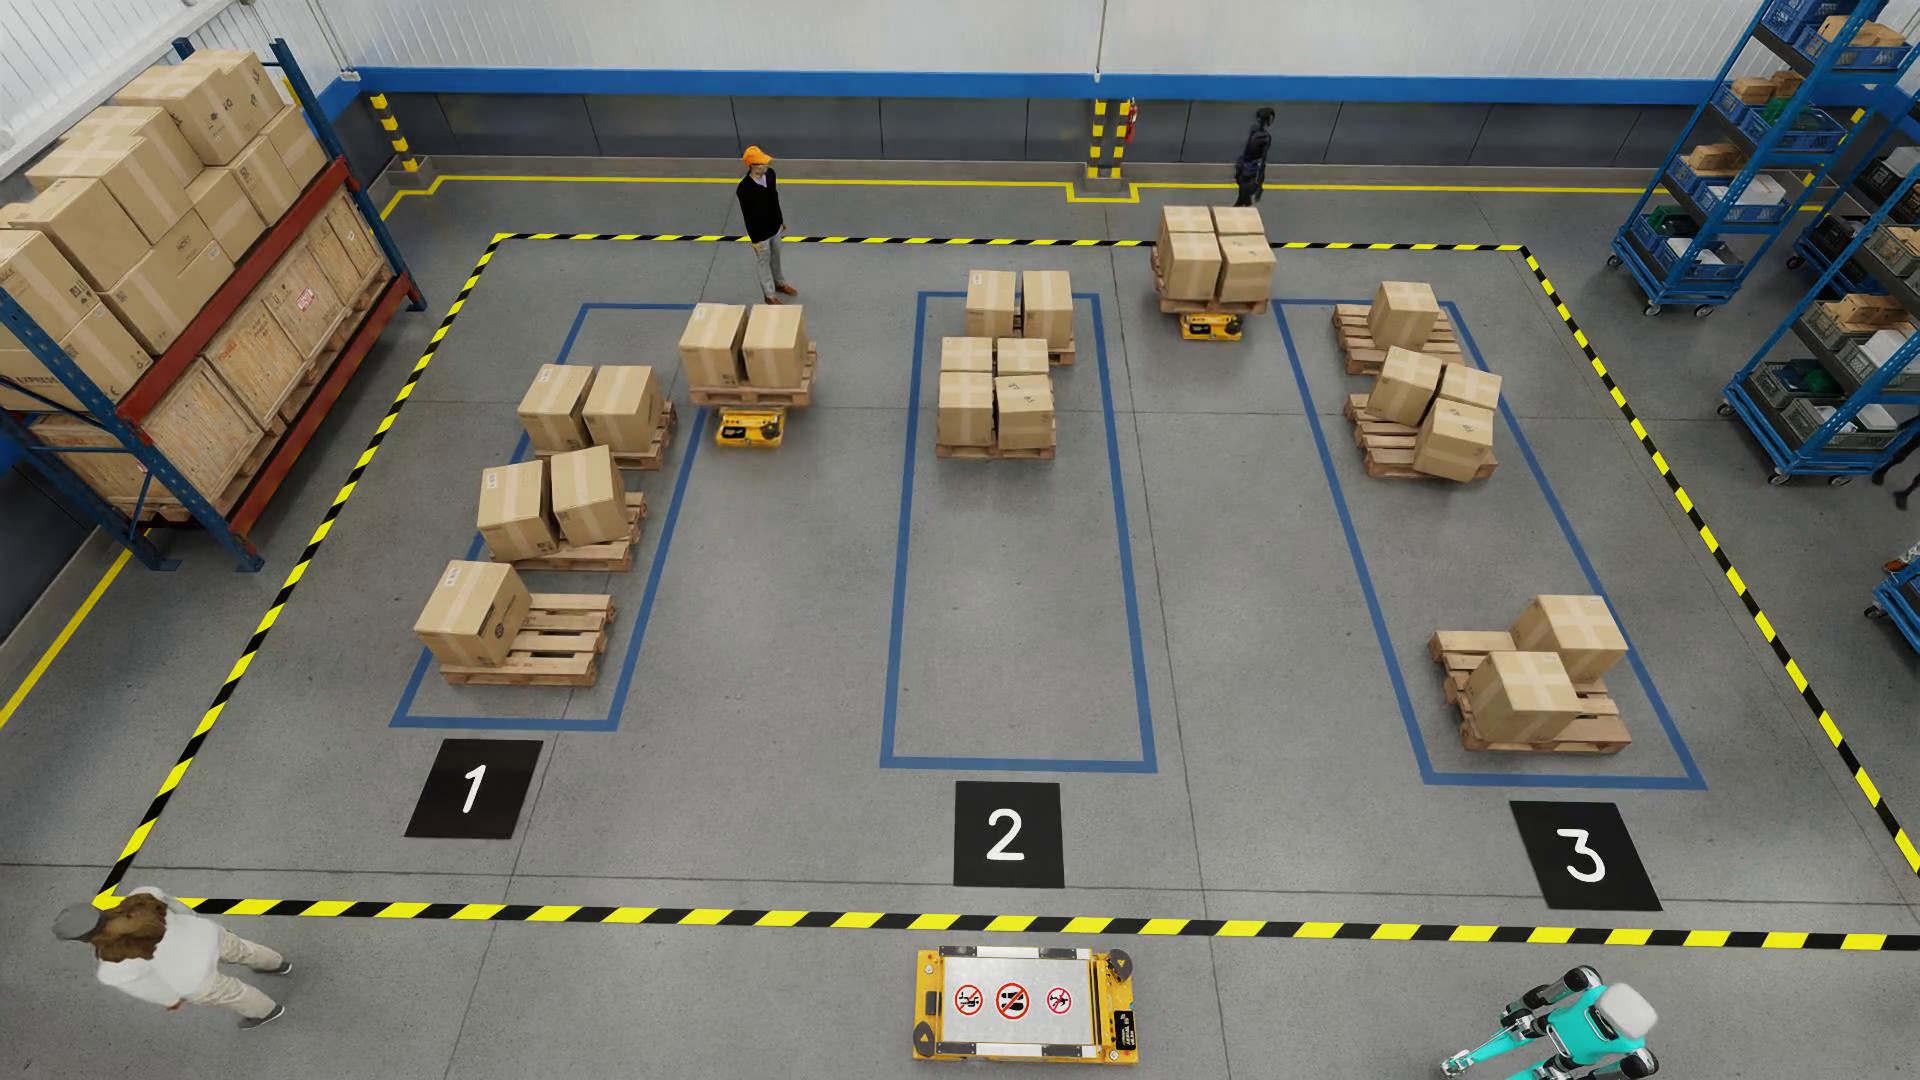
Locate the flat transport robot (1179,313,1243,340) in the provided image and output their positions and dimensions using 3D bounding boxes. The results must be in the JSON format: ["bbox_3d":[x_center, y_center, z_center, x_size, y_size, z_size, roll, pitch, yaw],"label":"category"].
[{"bbox_3d":[2.888,-2.889,10.823,0.652,0.197,1.431,1,51,1],"label":"flat transport robot"}]

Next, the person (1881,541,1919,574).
[{"bbox_3d":[8.705,-0.242,7.606,0.373,1.940,0.626,-22,54,-17],"label":"person"}]

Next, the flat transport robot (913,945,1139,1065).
[{"bbox_3d":[0.422,3.041,6.007,1.431,0.231,0.659,1,51,1],"label":"flat transport robot"}]

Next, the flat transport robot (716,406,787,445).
[{"bbox_3d":[-2.148,-1.586,9.761,0.652,0.197,1.431,1,51,1],"label":"flat transport robot"}]

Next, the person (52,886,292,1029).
[{"bbox_3d":[-4.629,2.505,5.479,0.404,1.762,0.562,-9,51,-7],"label":"person"}]

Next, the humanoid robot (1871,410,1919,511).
[{"bbox_3d":[9.110,-1.021,8.414,0.615,1.639,0.567,28,56,21],"label":"humanoid robot"}]

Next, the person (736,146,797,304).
[{"bbox_3d":[-2.175,-3.501,10.299,0.360,1.884,0.586,22,54,17],"label":"person"}]

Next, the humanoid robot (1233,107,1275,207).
[{"bbox_3d":[3.560,-4.506,11.281,0.794,1.624,0.601,-7,51,-5],"label":"humanoid robot"}]

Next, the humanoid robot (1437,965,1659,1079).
[{"bbox_3d":[3.098,2.882,5.100,0.735,1.680,0.533,-12,52,-10],"label":"humanoid robot"}]
